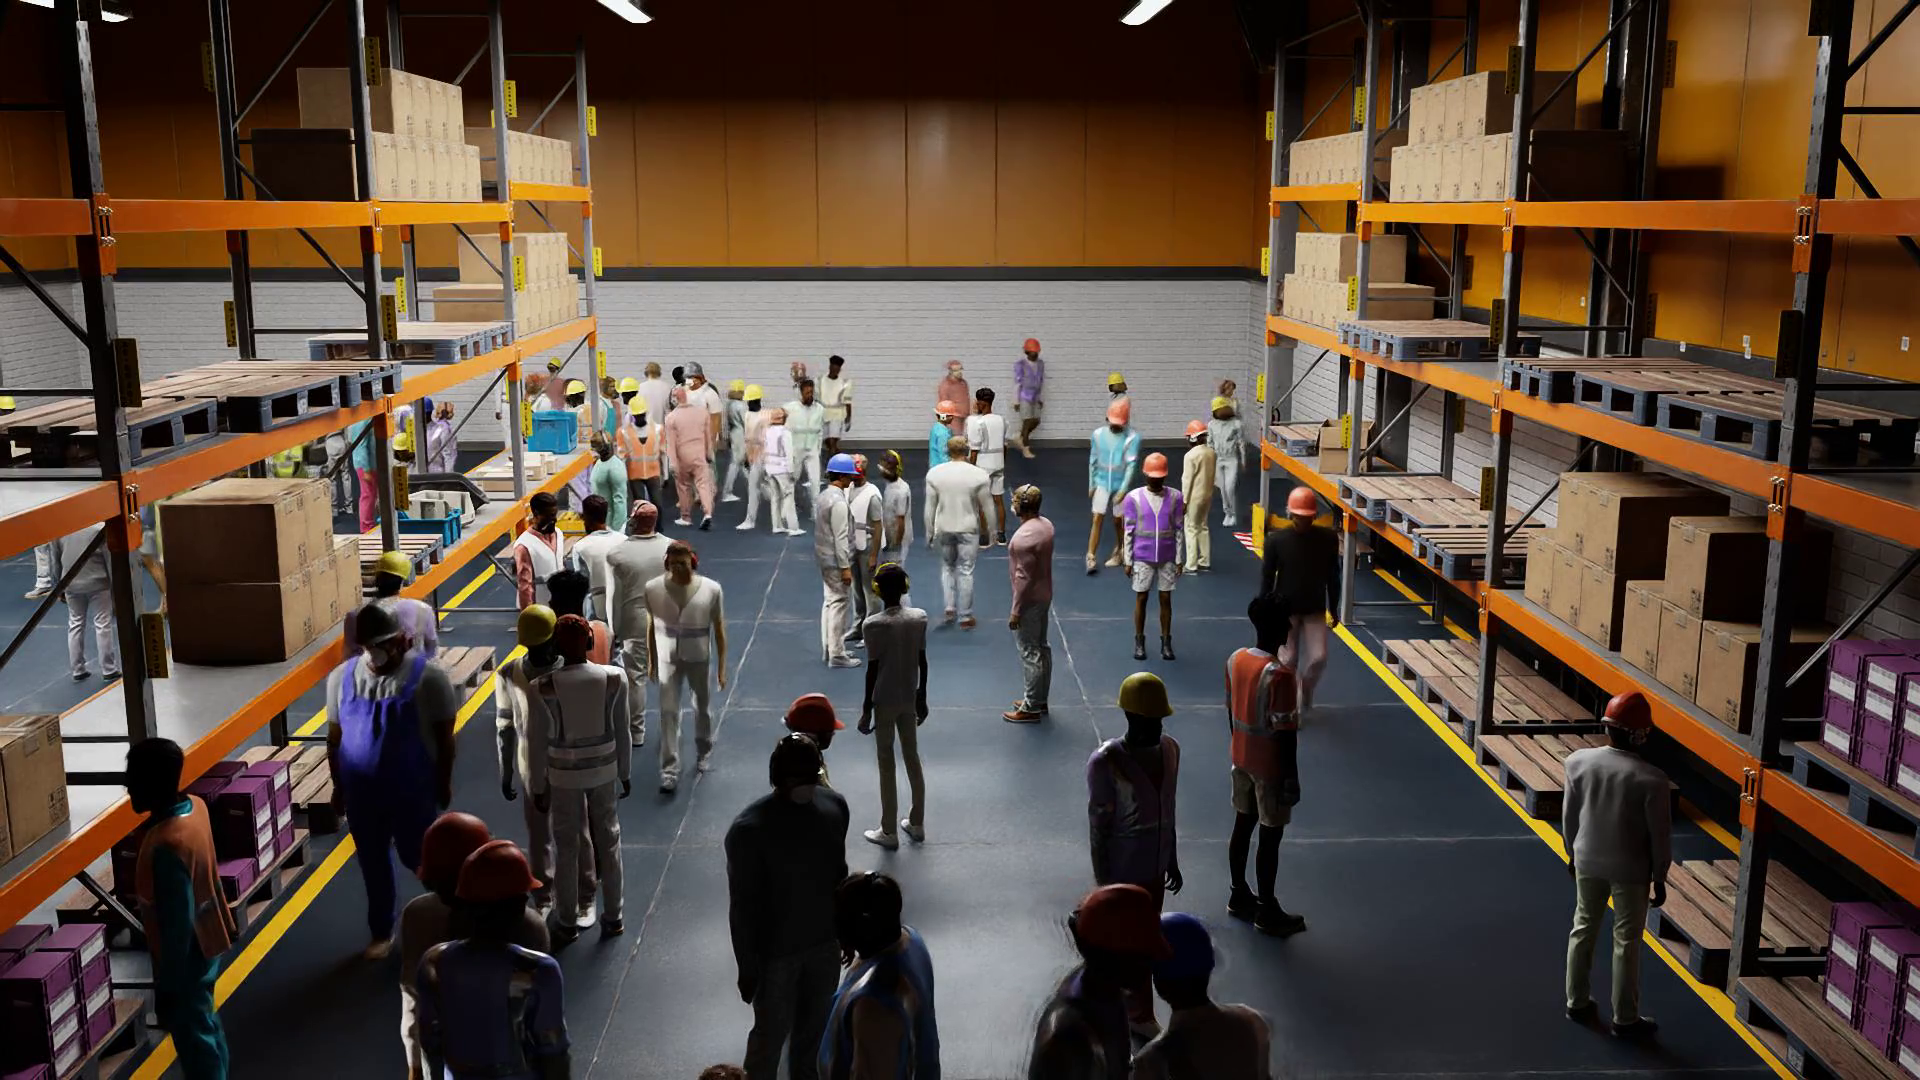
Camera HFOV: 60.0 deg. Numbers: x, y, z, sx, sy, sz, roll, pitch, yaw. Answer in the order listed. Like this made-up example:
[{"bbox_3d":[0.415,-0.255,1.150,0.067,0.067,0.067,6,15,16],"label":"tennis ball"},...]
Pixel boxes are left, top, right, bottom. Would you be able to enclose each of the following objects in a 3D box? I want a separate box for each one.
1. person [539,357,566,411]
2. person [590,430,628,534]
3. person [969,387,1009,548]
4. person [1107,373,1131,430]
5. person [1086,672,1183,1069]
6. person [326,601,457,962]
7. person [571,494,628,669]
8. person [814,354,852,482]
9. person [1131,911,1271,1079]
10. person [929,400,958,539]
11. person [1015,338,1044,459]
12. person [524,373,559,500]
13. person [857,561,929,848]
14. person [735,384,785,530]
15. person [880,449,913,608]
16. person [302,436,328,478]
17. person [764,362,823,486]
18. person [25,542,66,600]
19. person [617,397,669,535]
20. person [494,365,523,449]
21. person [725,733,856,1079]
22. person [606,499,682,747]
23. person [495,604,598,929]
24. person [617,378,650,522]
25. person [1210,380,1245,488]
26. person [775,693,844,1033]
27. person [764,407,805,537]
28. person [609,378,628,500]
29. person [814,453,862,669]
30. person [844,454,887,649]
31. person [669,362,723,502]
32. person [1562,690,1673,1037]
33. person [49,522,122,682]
[{"bbox_3d":[-6.473,-2.039,26.589,0.530,1.752,0.341,2,11,8],"label":"person"},{"bbox_3d":[-3.516,-0.148,16.644,0.373,1.935,0.628,-7,13,-30],"label":"person"},{"bbox_3d":[0.335,-0.881,20.275,0.611,1.958,0.368,-10,15,-42],"label":"person"},{"bbox_3d":[2.295,-1.580,24.345,0.323,1.730,0.489,-7,13,-30],"label":"person"},{"bbox_3d":[0.861,1.568,8.053,0.587,1.927,0.364,-10,15,-42],"label":"person"},{"bbox_3d":[-3.128,1.299,9.120,0.692,2.000,0.584,0,11,1],"label":"person"},{"bbox_3d":[-2.783,0.592,13.005,0.399,1.906,0.603,7,13,31],"label":"person"},{"bbox_3d":[-1.945,-1.897,25.449,0.630,1.926,0.929,2,12,12],"label":"person"},{"bbox_3d":[0.822,2.138,5.350,0.638,1.883,0.852,-8,14,-36],"label":"person"},{"bbox_3d":[-0.204,-0.882,20.815,0.353,1.739,0.574,-2,11,-8],"label":"person"},{"bbox_3d":[1.109,-2.350,27.500,0.632,2.016,0.714,-9,15,-39],"label":"person"},{"bbox_3d":[-5.812,-1.370,22.947,0.461,1.866,0.583,-8,14,-34],"label":"person"},{"bbox_3d":[-0.431,1.059,10.764,0.535,1.865,0.311,-9,14,-37],"label":"person"},{"bbox_3d":[-2.562,-1.087,21.481,0.767,1.898,0.599,-7,13,-33],"label":"person"},{"bbox_3d":[-0.628,0.034,15.945,0.351,1.854,0.581,-3,12,-14],"label":"person"},{"bbox_3d":[-8.364,-0.999,21.527,0.320,1.694,0.534,0,11,2],"label":"person"},{"bbox_3d":[-2.452,-1.686,24.525,0.897,1.867,0.662,-2,11,-9],"label":"person"},{"bbox_3d":[-9.668,-0.301,17.541,0.581,1.884,0.338,3,12,17],"label":"person"},{"bbox_3d":[-3.769,-0.767,19.836,0.603,1.903,0.456,-3,12,-16],"label":"person"},{"bbox_3d":[-7.239,-2.126,26.722,0.354,1.876,0.574,6,13,28],"label":"person"},{"bbox_3d":[-0.712,1.746,7.135,0.634,1.936,0.351,-11,16,-44],"label":"person"},{"bbox_3d":[-2.399,0.635,12.775,0.647,1.913,0.409,-5,12,-25],"label":"person"},{"bbox_3d":[-2.342,1.289,9.498,0.591,1.914,0.398,-1,11,-3],"label":"person"},{"bbox_3d":[-4.278,-1.179,21.865,0.391,1.918,0.591,-3,12,-13],"label":"person"},{"bbox_3d":[3.933,-1.519,24.313,0.526,1.606,0.742,-6,13,-30],"label":"person"},{"bbox_3d":[-0.739,1.609,8.281,0.341,1.752,0.563,-4,12,-21],"label":"person"},{"bbox_3d":[-2.258,-0.860,20.979,0.372,1.626,0.525,-10,15,-42],"label":"person"},{"bbox_3d":[-4.867,-1.390,23.318,0.340,1.760,0.526,3,12,16],"label":"person"},{"bbox_3d":[-1.101,0.186,14.975,0.422,1.933,0.621,-3,12,-16],"label":"person"},{"bbox_3d":[-0.906,0.095,15.656,0.393,1.842,0.564,-7,13,-32],"label":"person"},{"bbox_3d":[-3.709,-1.535,23.331,0.728,2.000,0.545,-1,11,-4],"label":"person"},{"bbox_3d":[3.283,1.603,8.314,0.324,1.752,0.562,-10,15,-40],"label":"person"},{"bbox_3d":[-7.603,0.374,14.507,0.569,1.743,0.349,0,11,-2],"label":"person"}]
